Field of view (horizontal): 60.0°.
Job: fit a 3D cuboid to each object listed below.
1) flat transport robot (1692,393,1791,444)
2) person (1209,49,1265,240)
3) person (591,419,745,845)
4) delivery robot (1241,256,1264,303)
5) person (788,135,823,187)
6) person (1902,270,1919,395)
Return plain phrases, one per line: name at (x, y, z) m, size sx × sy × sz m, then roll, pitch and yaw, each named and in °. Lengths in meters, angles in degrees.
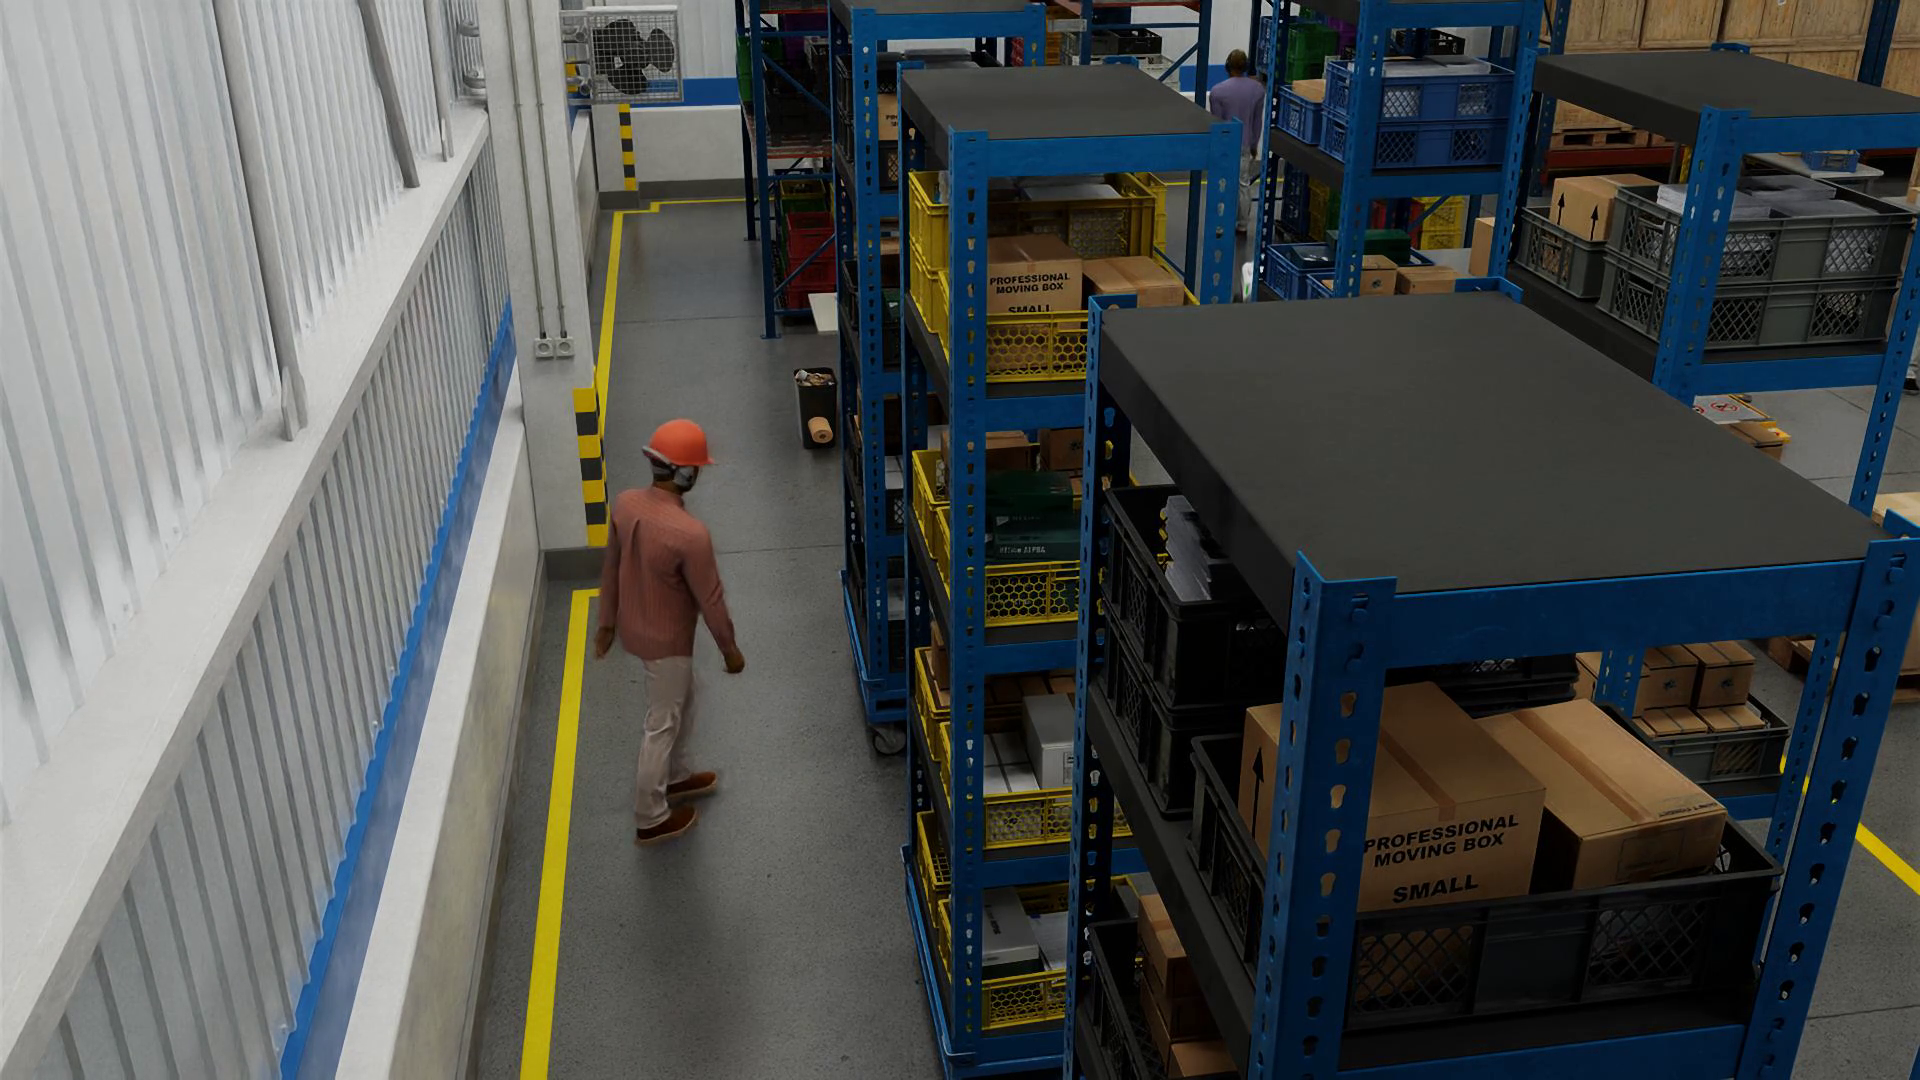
flat transport robot at (5.224, -0.859, 12.132) m, size 1.431 × 0.197 × 0.652 m, roll -4°, pitch 25°, yaw -8°
person at (2.795, -4.030, 17.044) m, size 0.635 × 1.937 × 0.353 m, roll -10°, pitch 27°, yaw -21°
person at (-1.289, 0.420, 7.363) m, size 0.540 × 1.962 × 0.617 m, roll -18°, pitch 30°, yaw -34°
delivery robot at (2.679, -2.272, 14.759) m, size 0.477 × 0.478 × 0.707 m, roll 3°, pitch 25°, yaw 6°
person at (-1.713, -4.664, 18.488) m, size 0.585 × 1.882 × 0.337 m, roll -23°, pitch 33°, yaw -40°
person at (7.662, -1.993, 12.760) m, size 0.599 × 1.824 × 0.403 m, roll 4°, pitch 25°, yaw 10°
